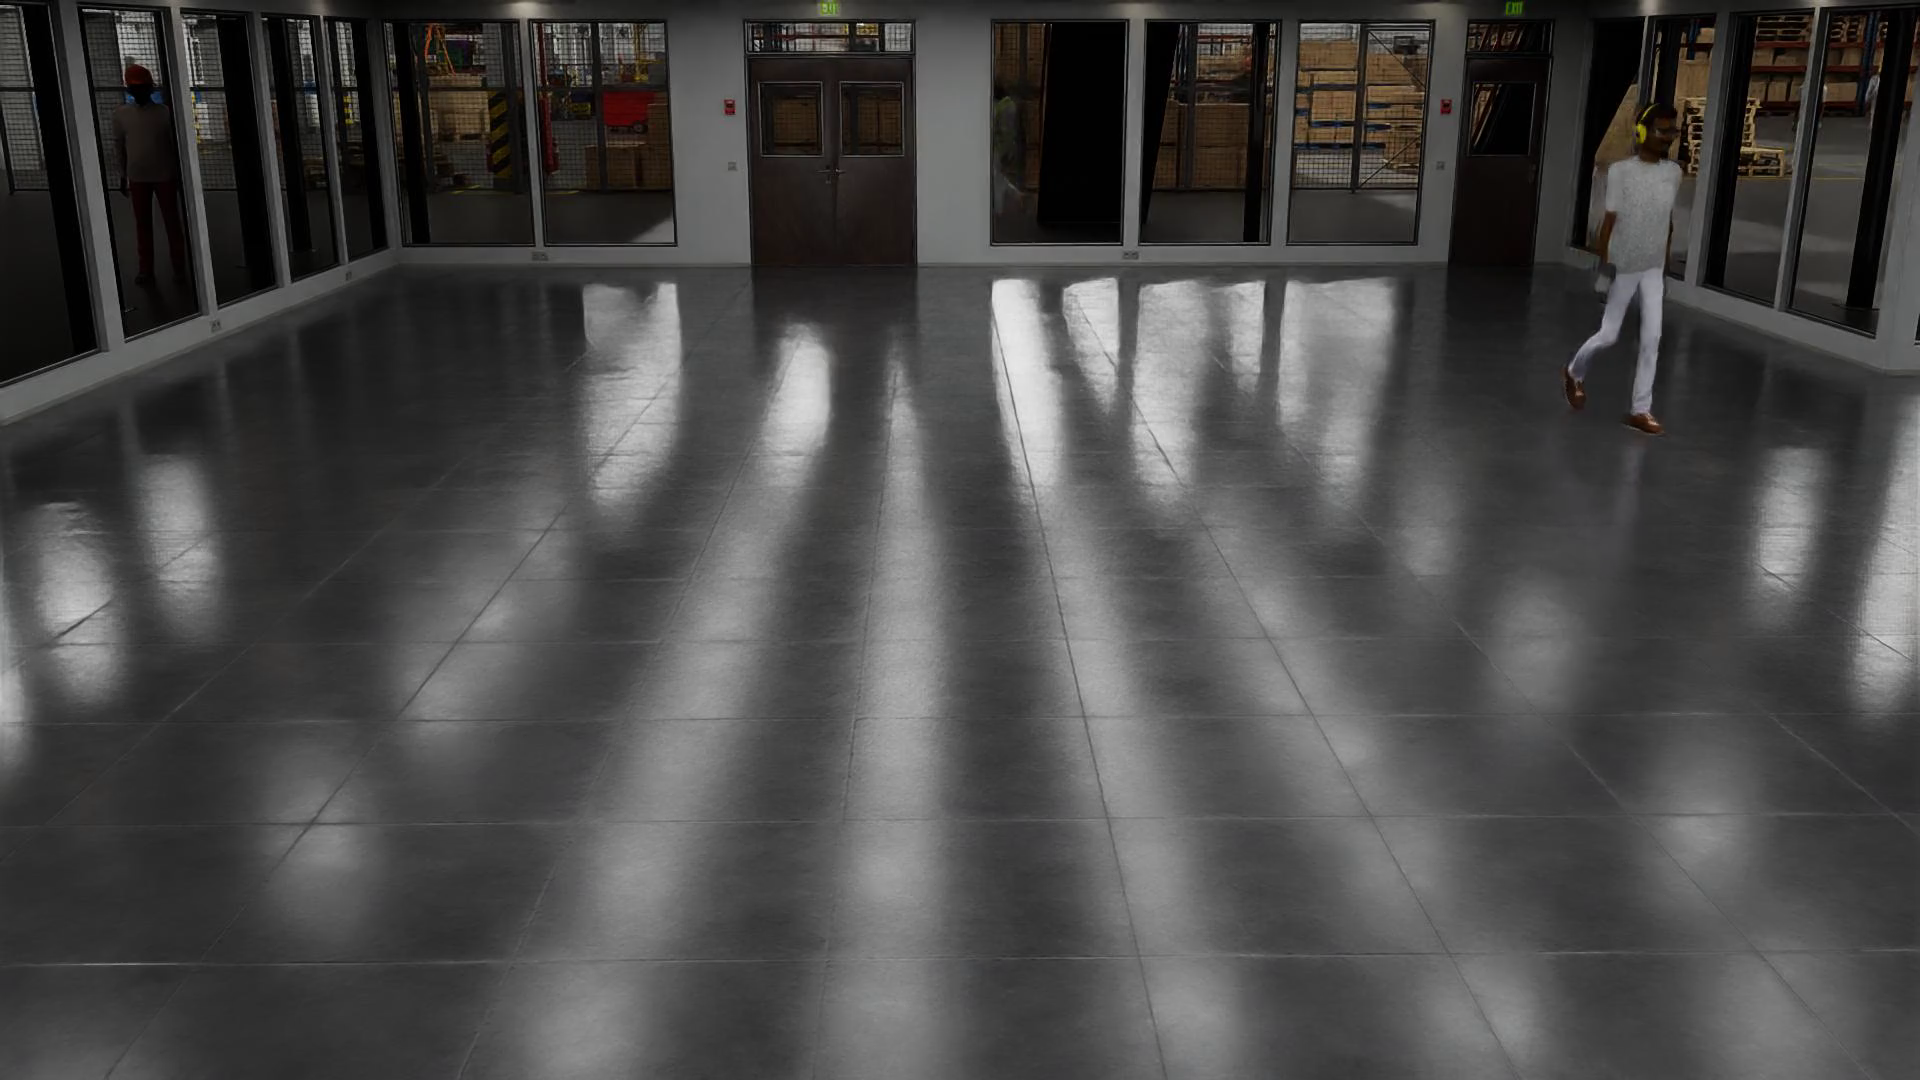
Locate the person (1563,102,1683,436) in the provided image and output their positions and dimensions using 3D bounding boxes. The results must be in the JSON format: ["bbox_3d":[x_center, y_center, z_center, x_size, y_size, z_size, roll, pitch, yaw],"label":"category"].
[{"bbox_3d":[3.835,-1.566,9.536,0.524,1.848,0.790,-4,17,-13],"label":"person"}]
